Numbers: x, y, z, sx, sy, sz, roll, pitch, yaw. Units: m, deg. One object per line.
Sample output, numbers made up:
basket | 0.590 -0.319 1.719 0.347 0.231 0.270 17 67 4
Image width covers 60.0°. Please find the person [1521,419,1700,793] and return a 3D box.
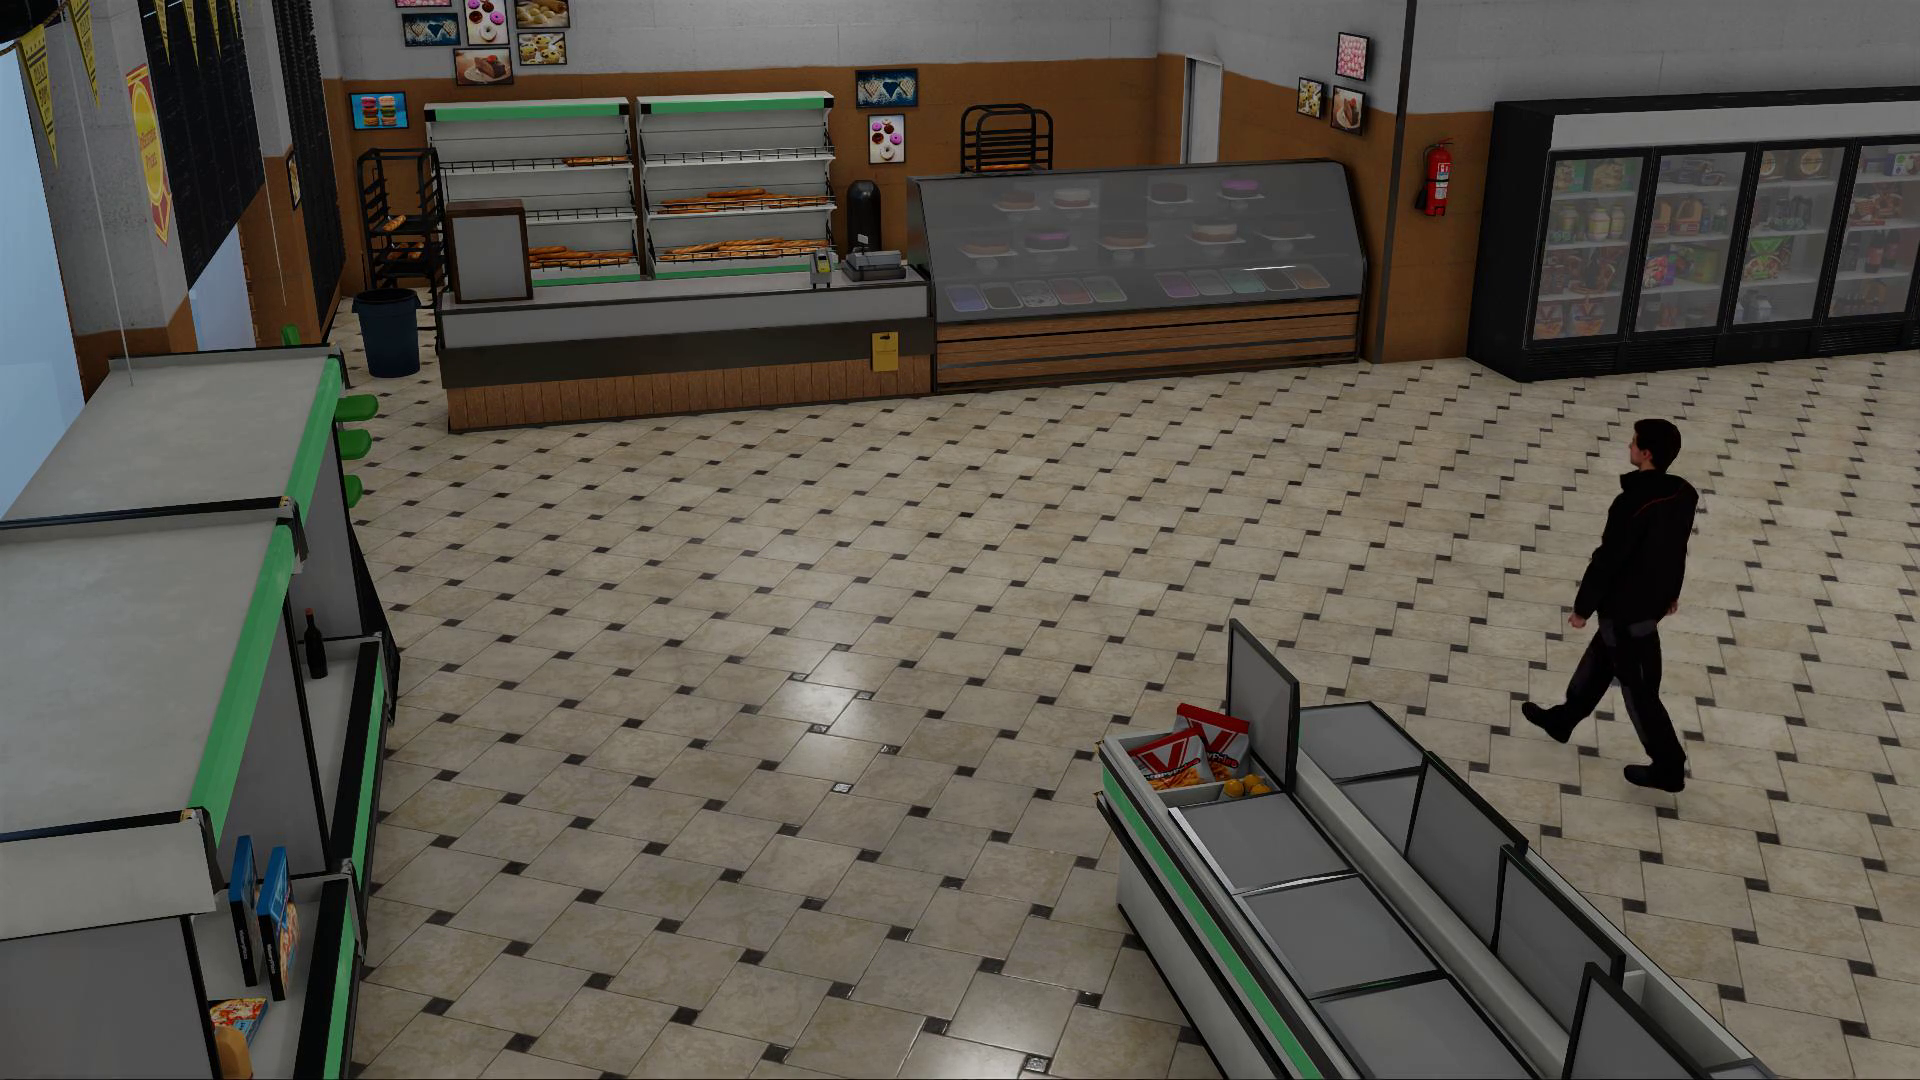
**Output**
person | 3.267 0.353 7.883 1.068 1.794 1.294 -18 28 -37
